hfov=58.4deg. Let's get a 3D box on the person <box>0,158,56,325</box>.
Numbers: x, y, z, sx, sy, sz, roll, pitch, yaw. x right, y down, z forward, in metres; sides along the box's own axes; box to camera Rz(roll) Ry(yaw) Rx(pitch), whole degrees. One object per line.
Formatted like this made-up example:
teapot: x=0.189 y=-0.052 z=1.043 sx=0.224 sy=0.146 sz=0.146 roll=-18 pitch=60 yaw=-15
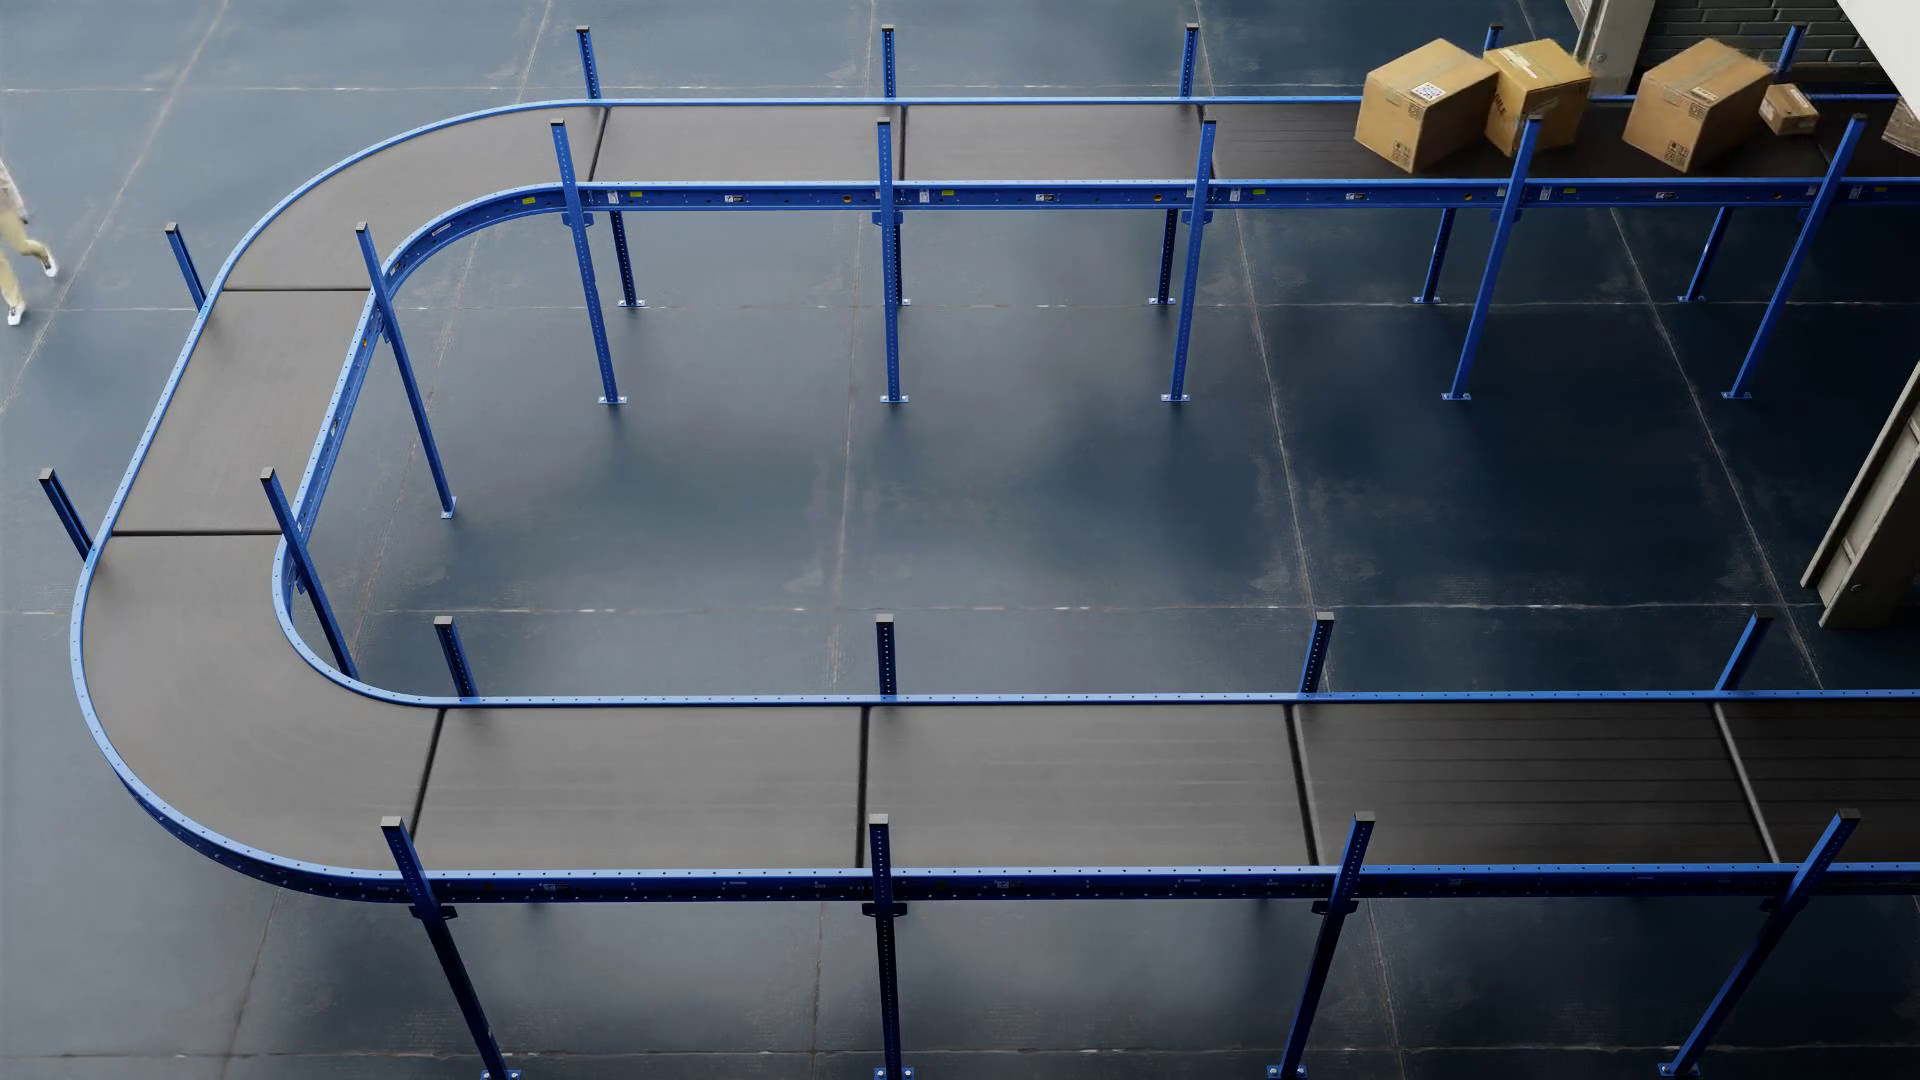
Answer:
person: x=-7.007 y=-2.379 z=12.390 sx=0.517 sy=1.618 sz=0.643 roll=-7 pitch=47 yaw=-6
